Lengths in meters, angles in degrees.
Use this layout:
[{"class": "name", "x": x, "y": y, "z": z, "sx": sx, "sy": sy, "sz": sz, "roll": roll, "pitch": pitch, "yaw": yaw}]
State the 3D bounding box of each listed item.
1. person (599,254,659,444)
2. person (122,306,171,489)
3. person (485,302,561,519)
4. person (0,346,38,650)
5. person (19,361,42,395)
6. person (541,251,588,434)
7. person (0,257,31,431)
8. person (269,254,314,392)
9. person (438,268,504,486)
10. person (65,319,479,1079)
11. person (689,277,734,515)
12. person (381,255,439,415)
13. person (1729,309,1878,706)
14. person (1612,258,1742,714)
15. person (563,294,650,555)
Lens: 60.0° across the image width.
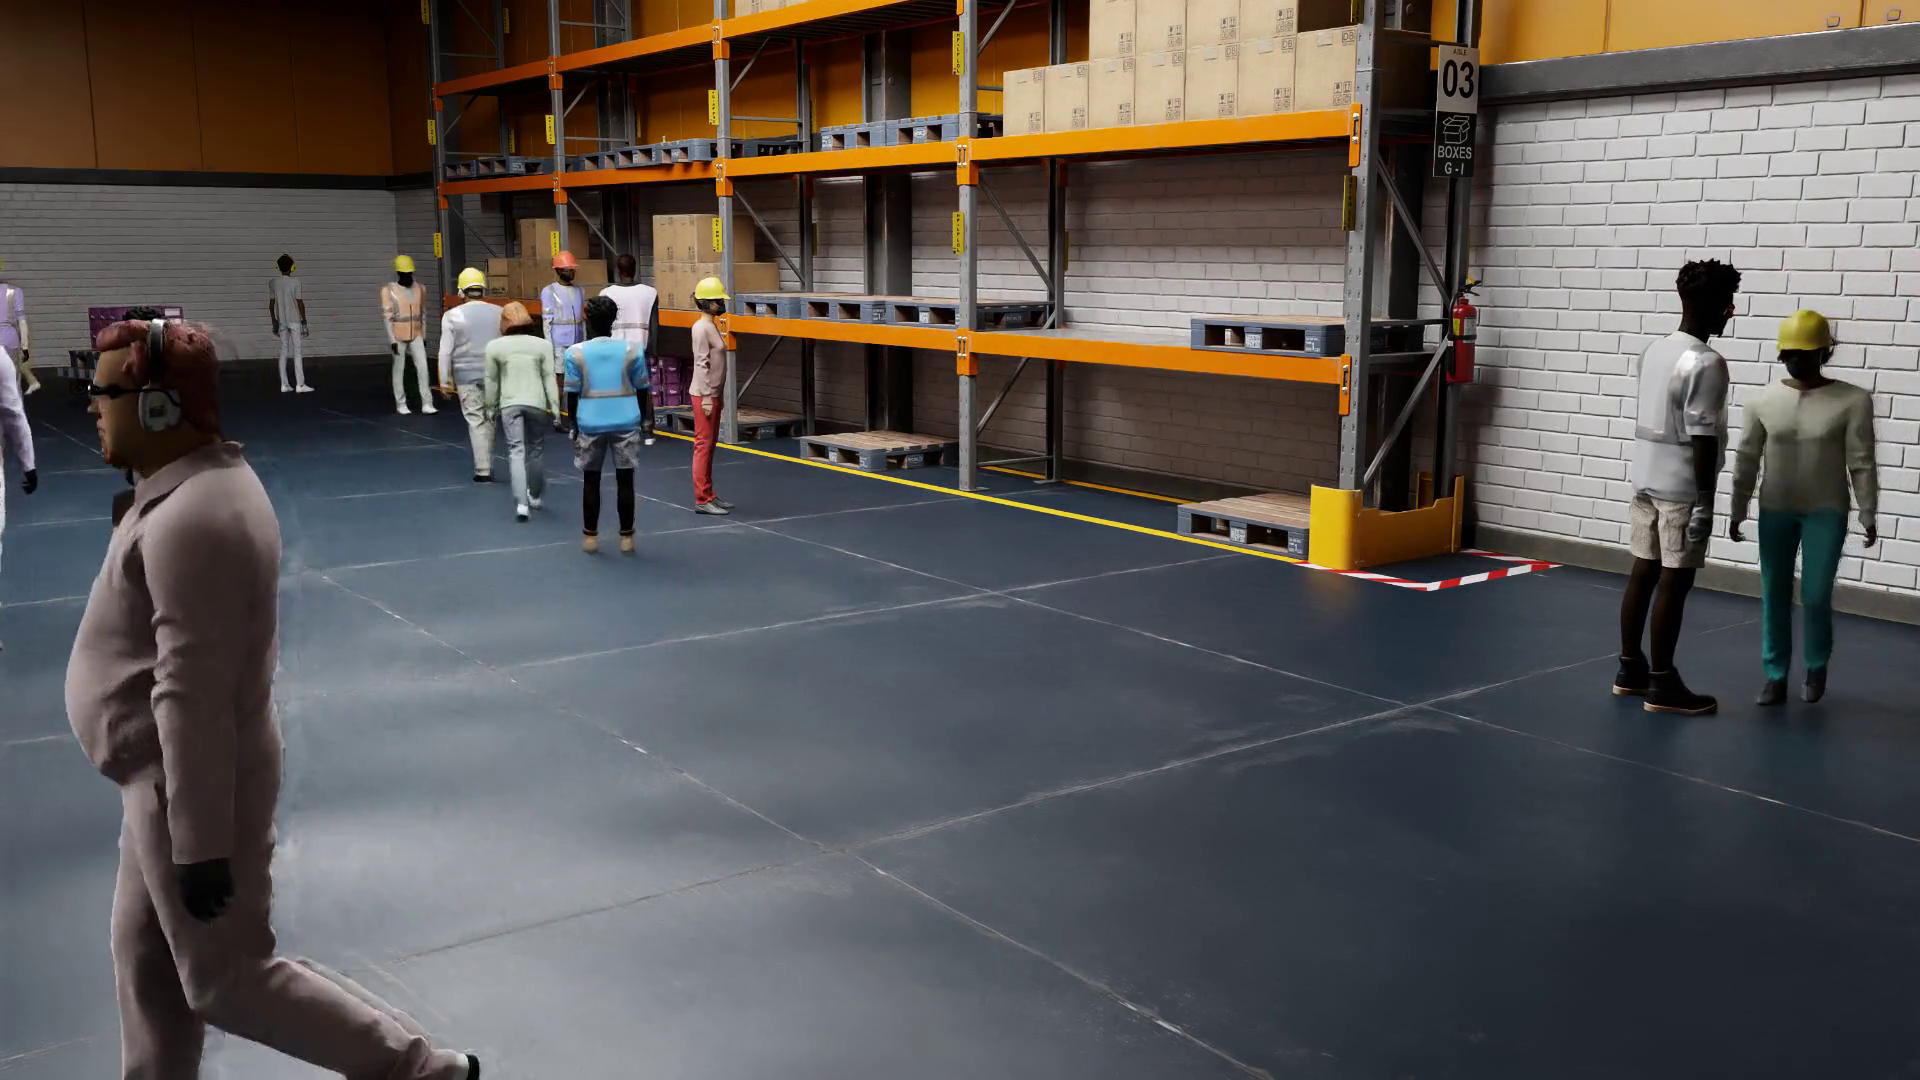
[{"class": "person", "x": -3.309, "y": -1.900, "z": 16.700, "sx": 0.591, "sy": 1.915, "sz": 0.385, "roll": -2, "pitch": 10, "yaw": -14}, {"class": "person", "x": -4.285, "y": -0.405, "z": 8.928, "sx": 0.529, "sy": 1.694, "sz": 0.321, "roll": 5, "pitch": 11, "yaw": 24}, {"class": "person", "x": -3.239, "y": -0.964, "z": 12.357, "sx": 0.536, "sy": 1.586, "sz": 0.881, "roll": -3, "pitch": 11, "yaw": -18}, {"class": "person", "x": -5.024, "y": -0.342, "z": 8.283, "sx": 0.735, "sy": 1.791, "sz": 0.838, "roll": -6, "pitch": 12, "yaw": -30}, {"class": "person", "x": -12.677, "y": -2.689, "z": 22.011, "sx": 0.830, "sy": 1.590, "sz": 0.520, "roll": -4, "pitch": 11, "yaw": -22}, {"class": "person", "x": -4.184, "y": -2.106, "z": 17.803, "sx": 0.386, "sy": 1.933, "sz": 0.589, "roll": 8, "pitch": 13, "yaw": 39}, {"class": "person", "x": -10.233, "y": -2.085, "z": 17.686, "sx": 0.588, "sy": 1.927, "sz": 0.370, "roll": -5, "pitch": 11, "yaw": -27}, {"class": "person", "x": -9.115, "y": -2.940, "z": 22.627, "sx": 0.532, "sy": 1.873, "sz": 0.315, "roll": 2, "pitch": 10, "yaw": 11}, {"class": "person", "x": -4.114, "y": -1.372, "z": 14.007, "sx": 0.621, "sy": 1.809, "sz": 0.732, "roll": -8, "pitch": 13, "yaw": -38}, {"class": "person", "x": -1.485, "y": 0.490, "z": 3.401, "sx": 0.822, "sy": 1.883, "sz": 0.650, "roll": -4, "pitch": 11, "yaw": -21}, {"class": "person", "x": -1.865, "y": -1.077, "z": 12.489, "sx": 0.315, "sy": 1.770, "sz": 0.524, "roll": 0, "pitch": 10, "yaw": 2}, {"class": "person", "x": -6.451, "y": -2.385, "z": 19.481, "sx": 0.596, "sy": 1.875, "sz": 0.881, "roll": -10, "pitch": 14, "yaw": -43}, {"class": "person", "x": 3.628, "y": -0.117, "z": 7.170, "sx": 0.588, "sy": 1.742, "sz": 0.434, "roll": 9, "pitch": 13, "yaw": 41}, {"class": "person", "x": 3.120, "y": -0.229, "z": 7.203, "sx": 0.375, "sy": 1.958, "sz": 0.601, "roll": -1, "pitch": 10, "yaw": -5}, {"class": "person", "x": -2.282, "y": -0.740, "z": 10.787, "sx": 0.548, "sy": 1.692, "sz": 0.360, "roll": -2, "pitch": 10, "yaw": -12}]
